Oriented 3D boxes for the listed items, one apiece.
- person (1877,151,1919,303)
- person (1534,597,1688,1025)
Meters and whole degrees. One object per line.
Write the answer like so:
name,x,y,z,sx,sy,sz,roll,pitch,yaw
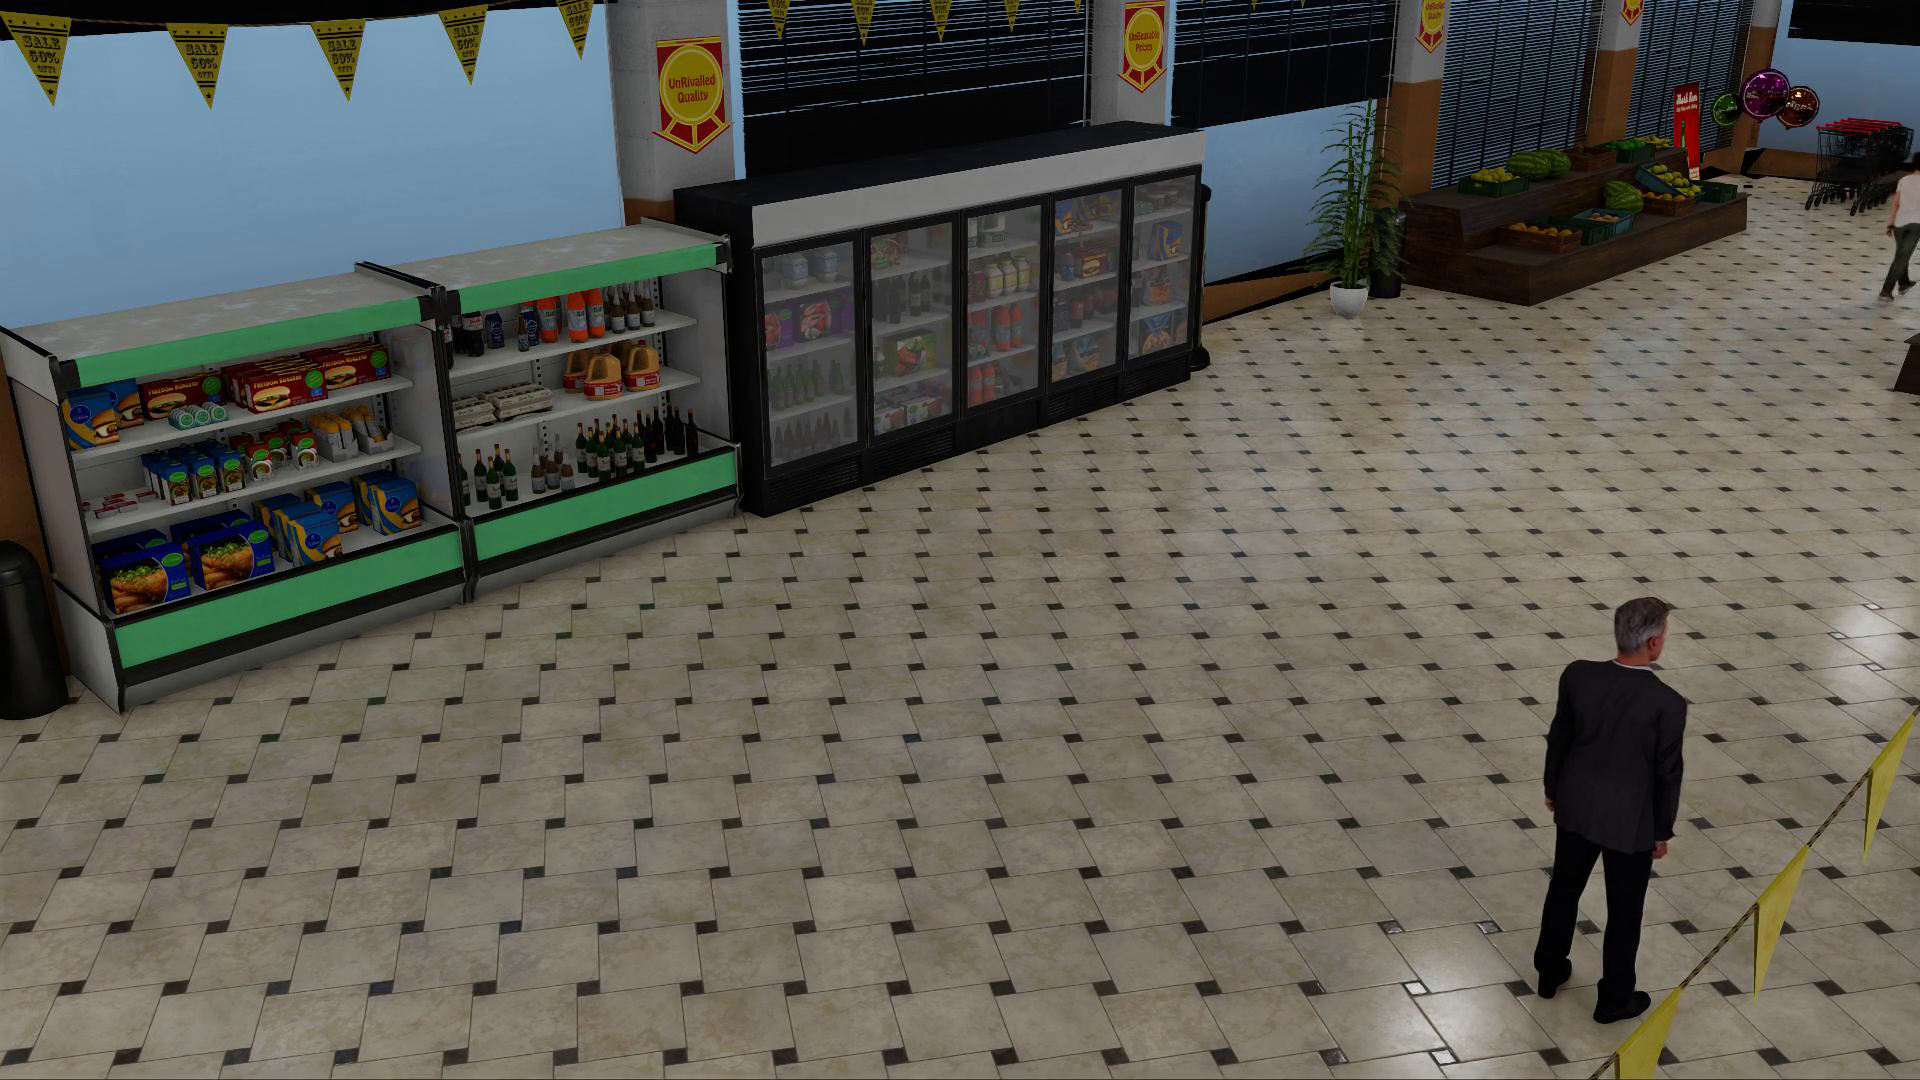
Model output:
person,10.301,-3.369,18.100,1.174,1.609,0.663,-16,27,-35
person,2.621,1.086,6.710,0.590,1.835,0.703,-19,29,-40
